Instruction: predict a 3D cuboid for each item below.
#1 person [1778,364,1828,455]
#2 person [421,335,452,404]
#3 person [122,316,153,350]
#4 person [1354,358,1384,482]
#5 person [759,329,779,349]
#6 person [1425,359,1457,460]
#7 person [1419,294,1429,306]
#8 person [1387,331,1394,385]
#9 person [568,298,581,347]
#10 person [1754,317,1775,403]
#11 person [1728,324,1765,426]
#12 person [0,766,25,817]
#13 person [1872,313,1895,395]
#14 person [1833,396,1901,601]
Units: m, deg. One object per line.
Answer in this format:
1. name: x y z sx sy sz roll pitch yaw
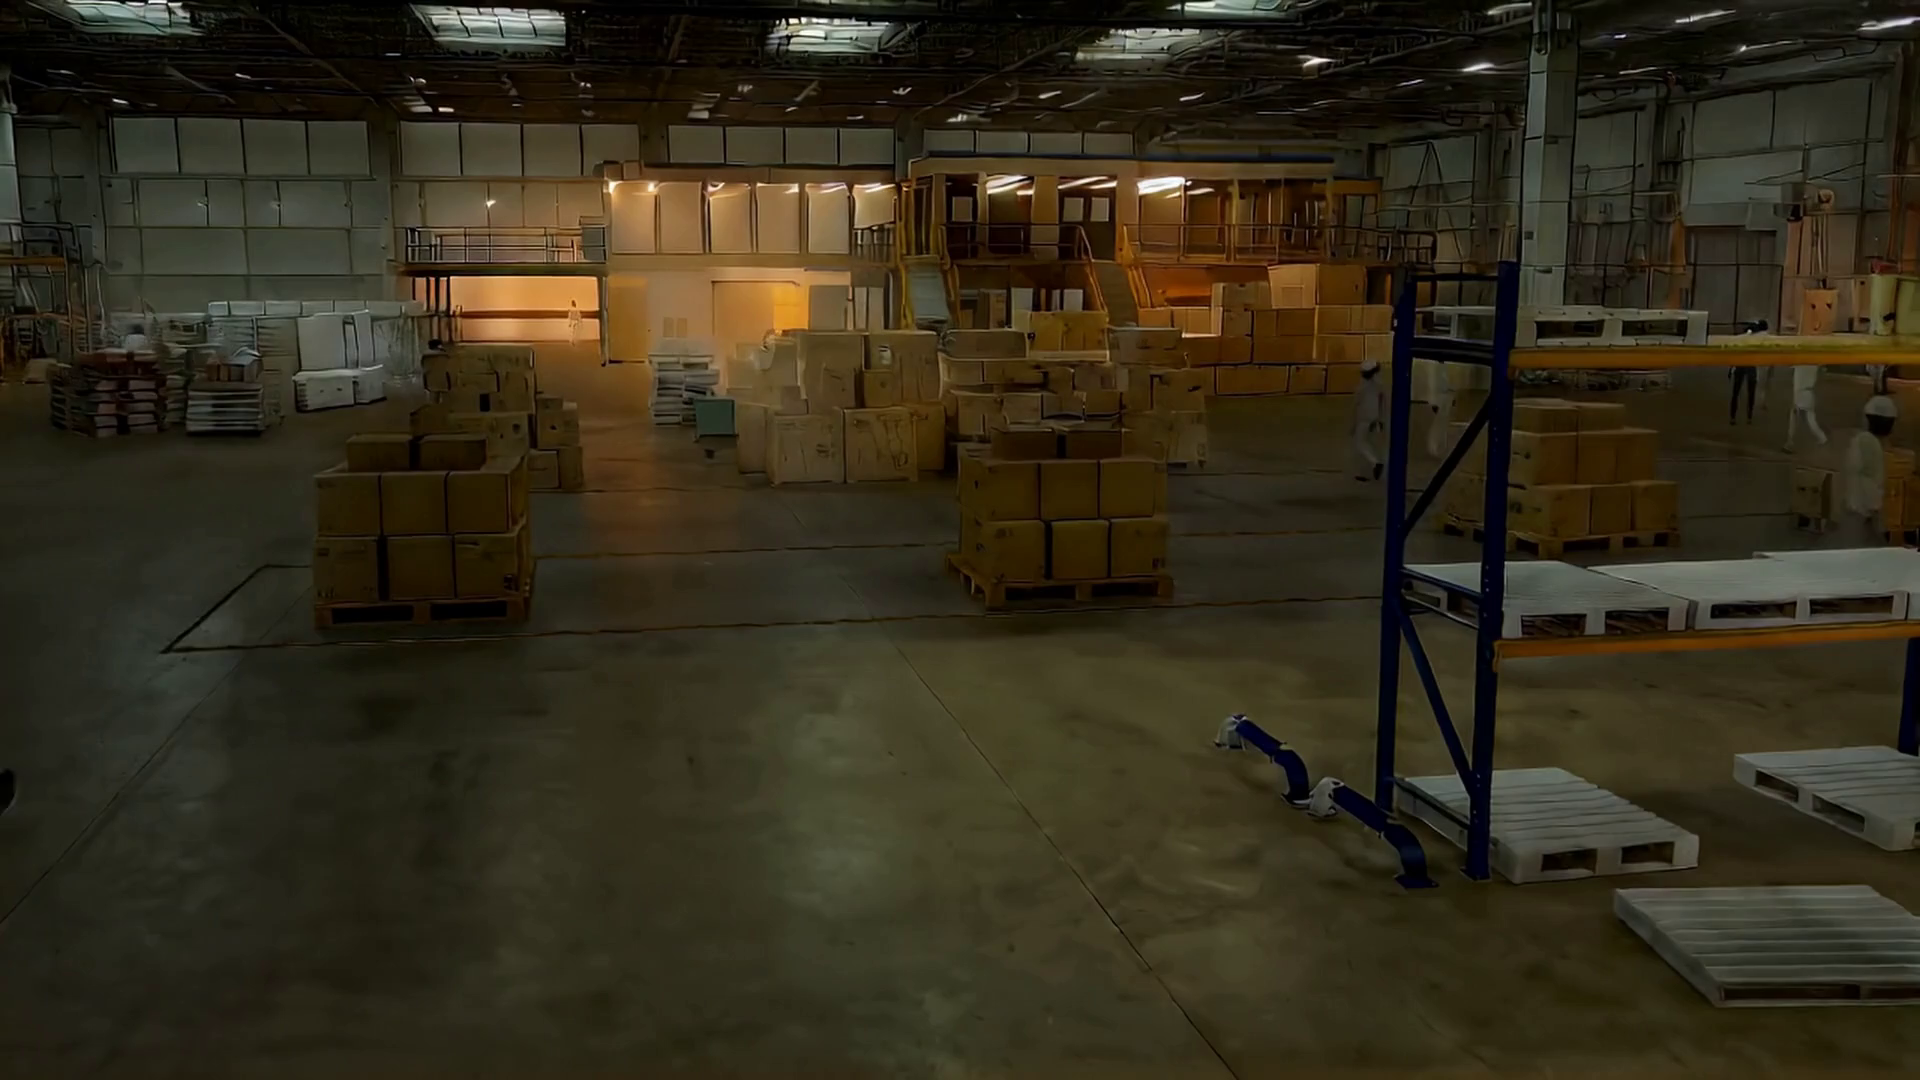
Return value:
1. person: 13.481 -2.177 26.442 0.493 1.714 0.803 -3 10 -19
2. person: -8.811 -2.516 28.038 0.530 1.869 0.311 -6 11 -34
3. person: -16.485 -3.484 33.450 0.609 2.029 0.432 2 10 14
4. person: 5.718 -1.653 23.144 0.529 1.751 0.598 -5 10 -27
5. person: -3.083 -2.441 27.201 0.398 1.990 0.620 0 9 -2
6. person: 7.488 -2.136 25.855 0.500 1.826 0.630 7 12 37
7. person: 18.096 -8.584 64.699 0.641 1.971 0.467 -3 10 -15
8. person: 9.912 -4.091 37.579 0.532 1.881 0.651 -6 11 -34
9. person: -14.572 -8.241 62.988 0.361 1.859 0.651 3 10 16
10. person: 17.871 -4.017 37.096 0.634 1.891 0.983 6 11 34
11. person: 14.897 -3.123 31.521 0.630 1.938 0.366 5 10 27
12. person: -5.340 0.743 8.750 0.540 1.681 0.475 8 12 39
13. person: 21.801 -4.383 39.205 0.360 1.939 0.543 -3 10 -19
14. person: 7.876 -0.324 14.595 0.806 1.902 0.595 3 10 15
